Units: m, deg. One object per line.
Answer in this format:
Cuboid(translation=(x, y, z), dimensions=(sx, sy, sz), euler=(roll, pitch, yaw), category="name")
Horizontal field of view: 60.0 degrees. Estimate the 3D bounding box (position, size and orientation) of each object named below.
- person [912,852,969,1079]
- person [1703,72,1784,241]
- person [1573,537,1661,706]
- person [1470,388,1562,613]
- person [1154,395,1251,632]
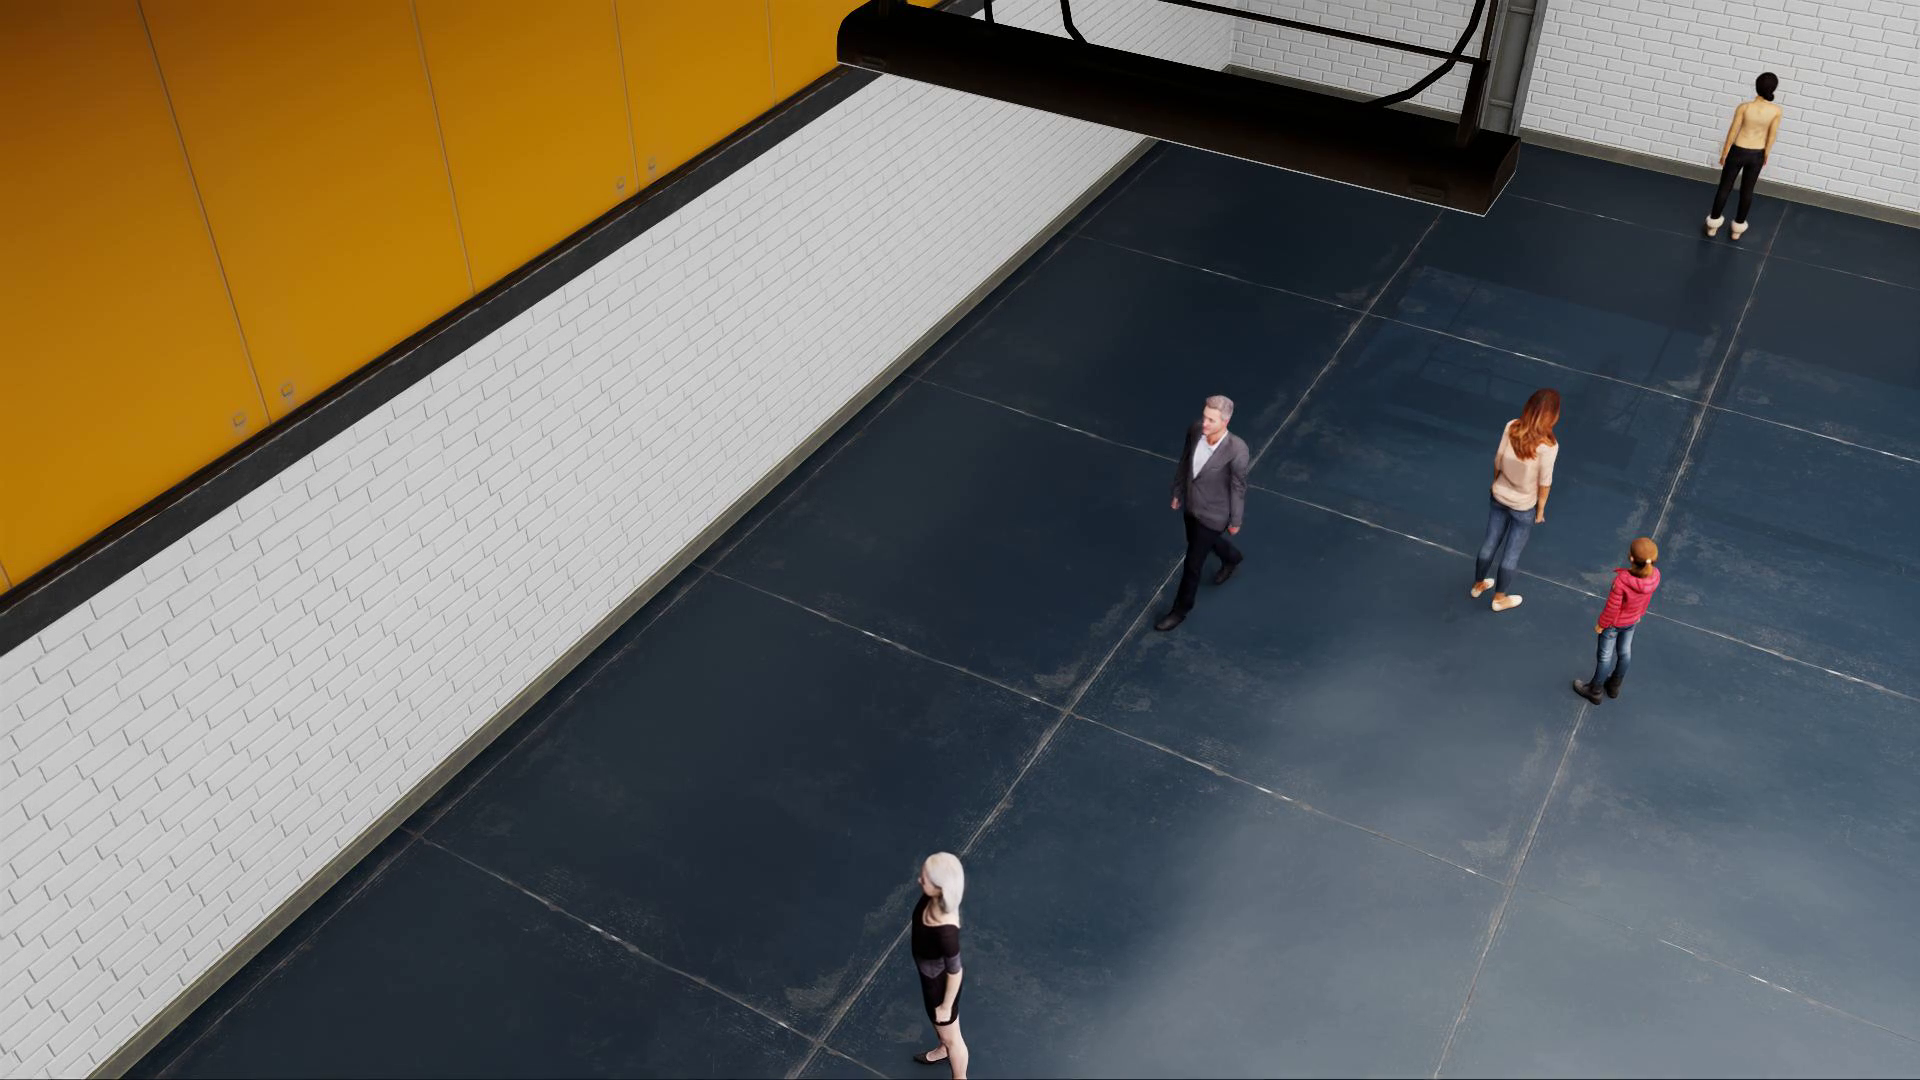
Cuboid(translation=(-0.093, 2.213, 8.411), dimensions=(0.698, 1.829, 0.657), euler=(-7, 39, -8), category="person")
Cuboid(translation=(7.533, -3.683, 15.931), dimensions=(0.540, 1.658, 0.686), euler=(11, 40, 14), category="person")
Cuboid(translation=(4.354, 0.527, 10.932), dimensions=(0.600, 1.318, 0.645), euler=(-14, 41, -17), category="person")
Cuboid(translation=(3.863, -0.286, 11.572), dimensions=(0.728, 1.790, 0.598), euler=(-24, 45, -27), category="person")
Cuboid(translation=(1.748, -0.255, 11.523), dimensions=(1.105, 1.803, 1.229), euler=(-25, 45, -27), category="person")
